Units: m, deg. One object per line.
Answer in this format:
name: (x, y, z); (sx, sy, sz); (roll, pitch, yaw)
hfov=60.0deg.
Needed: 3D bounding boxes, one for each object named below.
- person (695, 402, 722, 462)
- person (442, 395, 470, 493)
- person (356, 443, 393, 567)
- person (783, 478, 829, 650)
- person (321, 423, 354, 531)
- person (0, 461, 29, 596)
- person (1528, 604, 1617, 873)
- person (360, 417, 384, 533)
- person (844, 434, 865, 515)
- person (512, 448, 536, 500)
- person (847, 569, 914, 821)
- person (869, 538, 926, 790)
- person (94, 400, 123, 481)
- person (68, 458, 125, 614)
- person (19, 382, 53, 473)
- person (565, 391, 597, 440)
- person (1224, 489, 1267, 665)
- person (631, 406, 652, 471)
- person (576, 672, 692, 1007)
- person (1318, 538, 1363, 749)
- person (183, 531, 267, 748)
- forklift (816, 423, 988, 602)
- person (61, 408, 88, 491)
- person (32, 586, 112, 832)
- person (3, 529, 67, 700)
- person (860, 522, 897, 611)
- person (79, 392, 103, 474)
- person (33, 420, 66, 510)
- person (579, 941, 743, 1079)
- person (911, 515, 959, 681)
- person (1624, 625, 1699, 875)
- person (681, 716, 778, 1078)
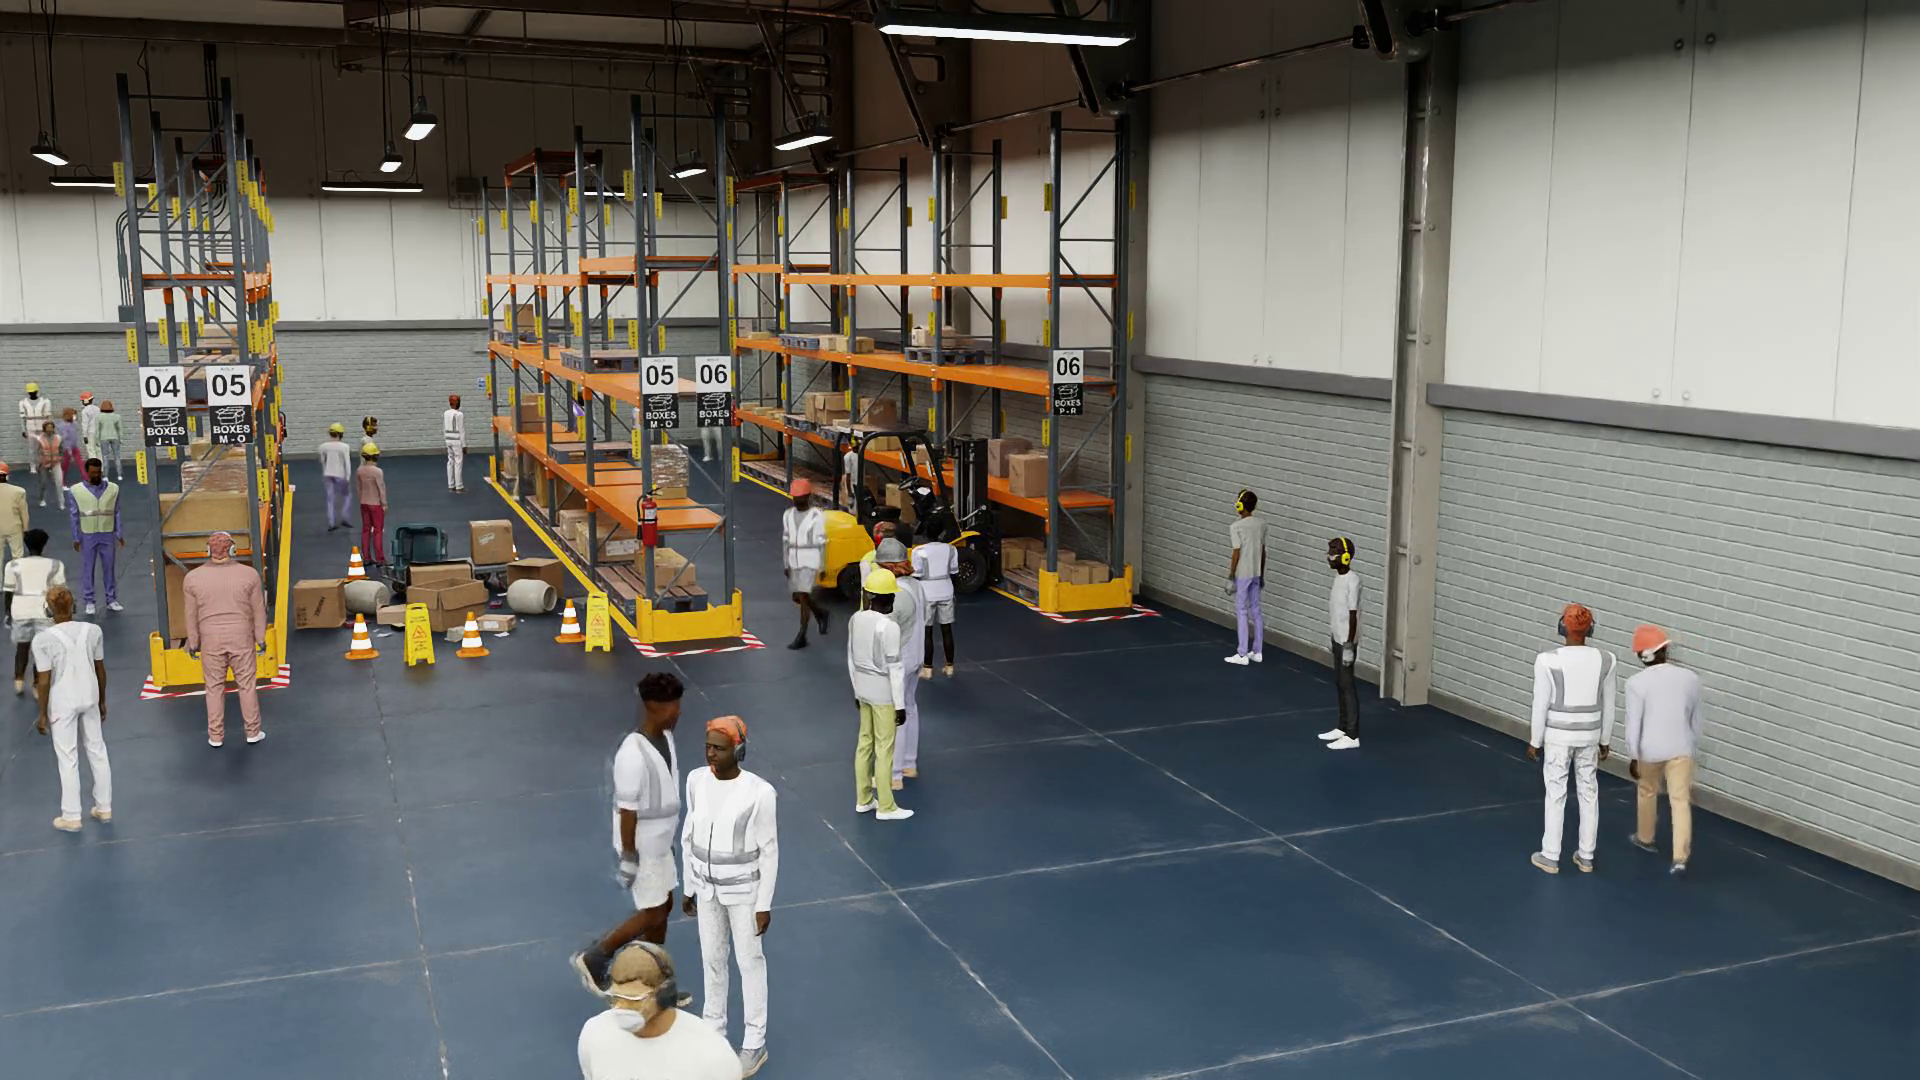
person: (-5.490, -2.664, 36.992); (0.804, 1.864, 0.447); (-1, 9, -6)
person: (-9.600, -1.825, 31.650); (0.575, 1.880, 0.358); (7, 11, 37)
person: (-8.332, -0.496, 23.622); (0.525, 1.772, 0.306); (5, 10, 28)
person: (-1.692, 0.237, 18.587); (0.542, 1.916, 0.746); (5, 10, 30)
person: (-10.143, -1.027, 27.056); (0.534, 1.740, 0.513); (1, 9, 6)
person: (-12.337, -0.144, 21.495); (0.563, 1.742, 0.360); (-4, 10, -24)
person: (4.221, 1.374, 11.499); (0.573, 1.883, 0.356); (0, 9, -2)
person: (-9.507, -1.045, 26.824); (0.325, 1.863, 0.604); (-4, 10, -23)
person: (-1.513, -0.668, 24.373); (0.328, 1.876, 0.514); (3, 10, 19)
person: (-7.964, -1.540, 30.759); (0.831, 1.580, 0.490); (-7, 11, -38)
person: (-0.607, 1.169, 12.643); (0.366, 1.926, 0.594); (-8, 12, -40)
person: (-0.562, 0.978, 13.491); (0.536, 2.000, 0.677); (3, 10, 20)
person: (-17.173, -2.003, 33.571); (0.505, 1.625, 0.298); (-7, 11, -38)
person: (-10.593, -0.058, 20.421); (0.614, 1.915, 0.398); (-9, 13, -44)
person: (-19.360, -2.353, 34.870); (0.603, 1.916, 0.416); (-3, 10, -19)
person: (-7.587, -2.081, 33.413); (0.620, 1.836, 0.429); (-7, 11, -37)
person: (3.036, 0.395, 17.695); (0.514, 1.872, 0.332); (-6, 11, -34)
person: (-6.295, -1.990, 32.857); (0.403, 1.822, 0.587); (-2, 9, -10)
person: (-1.801, 1.685, 9.351); (0.574, 1.939, 0.632); (2, 9, 10)
person: (3.354, 0.897, 14.583); (0.327, 1.861, 0.510); (0, 9, -3)
person: (-6.428, 0.869, 14.596); (0.652, 1.906, 0.409); (-3, 10, -20)
forklift: (-0.830, -0.399, 21.676); (2.313, 2.155, 1.214); (-4, 10, -21)
person: (-16.984, -1.733, 31.933); (0.836, 1.587, 0.530); (1, 9, 3)
person: (-6.618, 1.253, 12.397); (0.351, 1.838, 0.507); (7, 11, 37)
person: (-9.021, 0.731, 16.251); (0.552, 1.667, 0.418); (-4, 10, -23)
person: (-0.741, 0.733, 15.647); (0.377, 1.842, 0.570); (5, 10, 28)
person: (-17.998, -2.199, 34.425); (0.350, 1.743, 0.563); (1, 9, 3)
person: (-16.197, -1.340, 29.513); (0.527, 1.594, 0.896); (-9, 13, -44)
person: (-1.021, 2.275, 5.687); (0.642, 1.931, 0.374); (4, 10, 25)
person: (-0.264, 0.588, 17.024); (0.539, 1.695, 0.319); (-4, 10, -26)
person: (4.911, 1.448, 11.628); (0.578, 1.693, 0.889); (0, 9, 3)
person: (-1.207, 1.830, 8.623); (0.574, 1.885, 0.356); (5, 10, 28)
